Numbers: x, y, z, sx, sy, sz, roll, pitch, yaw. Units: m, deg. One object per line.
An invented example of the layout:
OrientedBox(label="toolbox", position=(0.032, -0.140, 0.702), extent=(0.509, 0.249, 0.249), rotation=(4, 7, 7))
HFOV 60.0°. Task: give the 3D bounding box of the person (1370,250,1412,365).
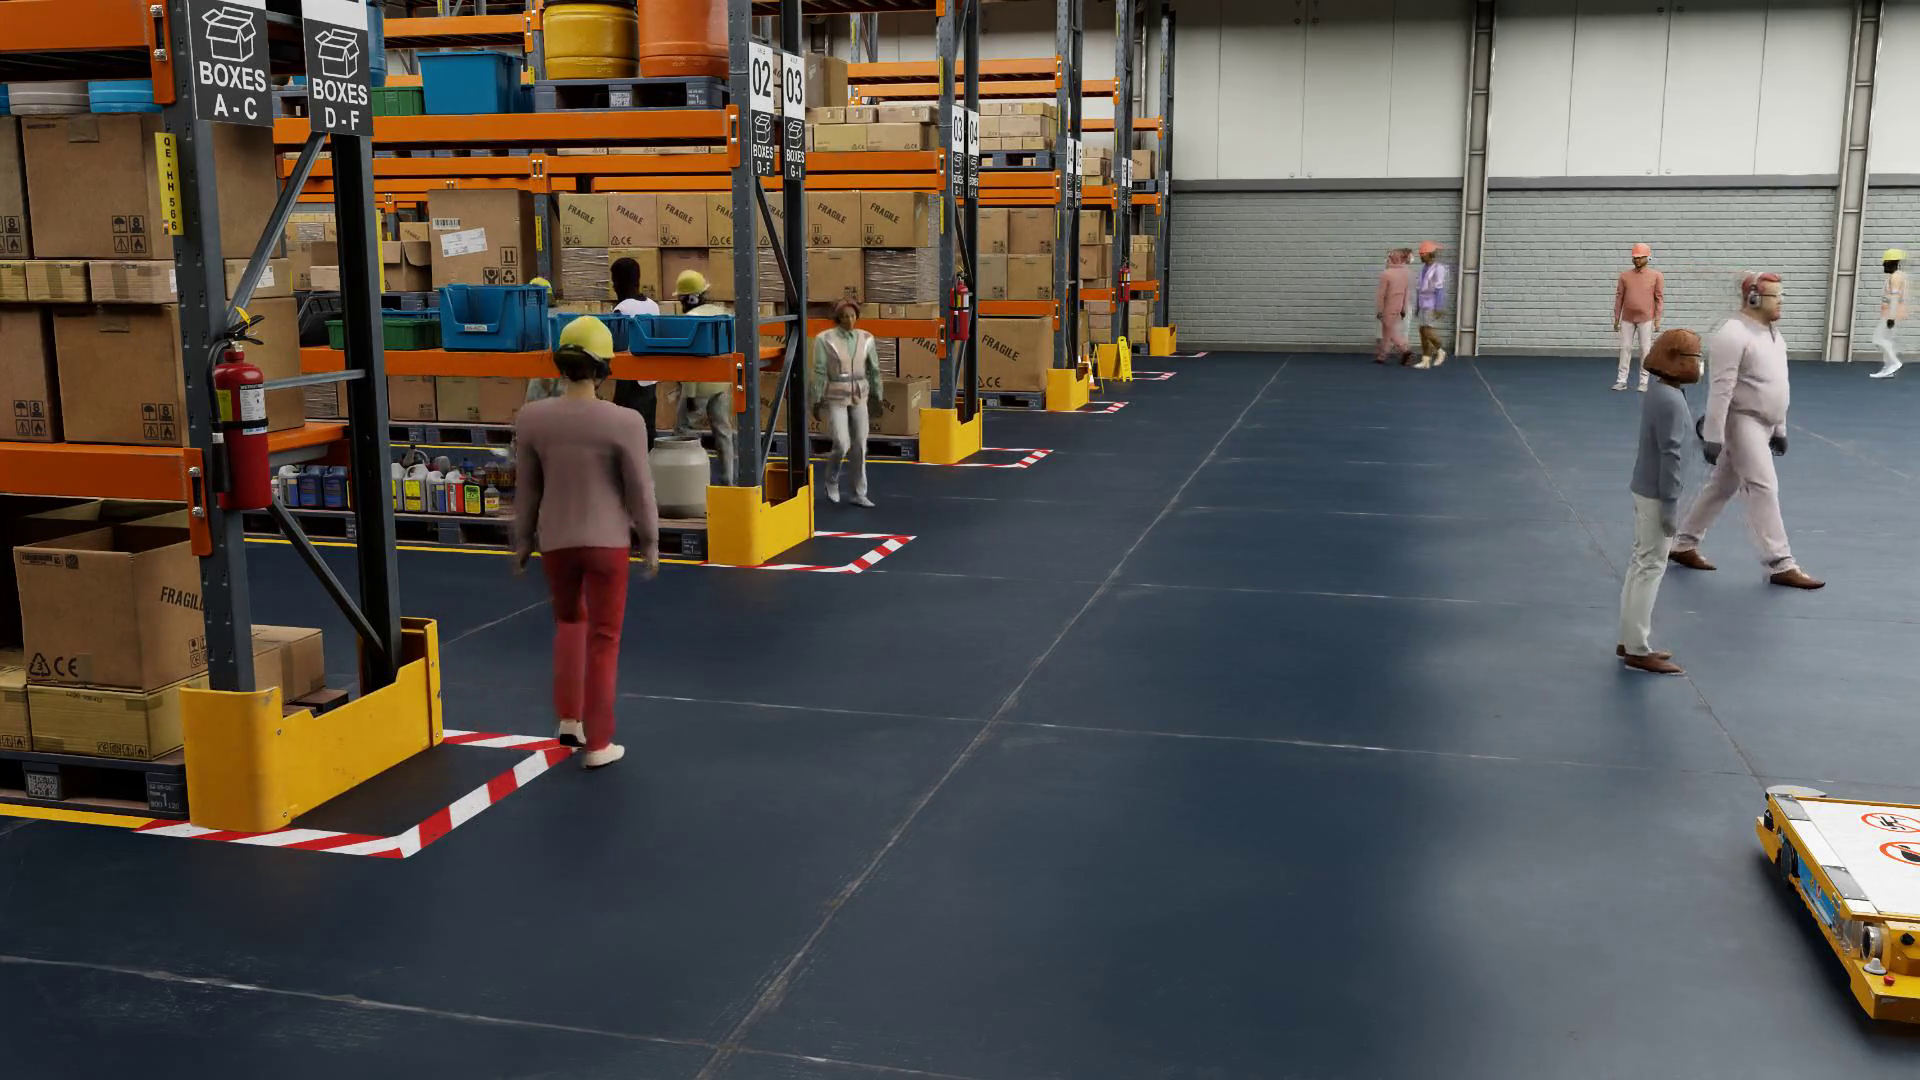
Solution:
OrientedBox(label="person", position=(7.124, -3.815, 27.336), extent=(0.651, 1.881, 0.857), rotation=(-8, 13, -38))

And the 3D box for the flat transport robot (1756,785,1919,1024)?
OrientedBox(label="flat transport robot", position=(2.841, 1.041, 4.873), extent=(0.652, 0.197, 1.431), rotation=(3, 11, 14))

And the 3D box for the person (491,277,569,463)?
OrientedBox(label="person", position=(-3.824, -1.520, 15.095), extent=(0.901, 1.691, 0.502), rotation=(2, 10, 10))

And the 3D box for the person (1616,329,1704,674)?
OrientedBox(label="person", position=(3.340, -0.185, 7.930), extent=(0.298, 1.625, 0.518), rotation=(2, 10, 13))

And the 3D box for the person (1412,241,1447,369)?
OrientedBox(label="person", position=(7.407, -3.701, 26.278), extent=(0.493, 2.026, 0.630), rotation=(-3, 11, -18))

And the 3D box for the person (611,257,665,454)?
OrientedBox(label="person", position=(-2.417, -1.144, 12.426), extent=(0.392, 1.915, 0.590), rotation=(2, 10, 12))

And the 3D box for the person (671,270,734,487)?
OrientedBox(label="person", position=(-2.064, -1.222, 13.169), extent=(0.646, 1.798, 0.620), rotation=(7, 13, 35))

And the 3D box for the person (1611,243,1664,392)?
OrientedBox(label="person", position=(9.168, -3.006, 22.516), extent=(0.625, 1.992, 0.388), rotation=(8, 13, 38))

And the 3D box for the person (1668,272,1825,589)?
OrientedBox(label="person", position=(4.756, -0.678, 10.019), extent=(0.659, 1.860, 0.980), rotation=(-10, 14, -43))

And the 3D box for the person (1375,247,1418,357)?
OrientedBox(label="person", position=(7.663, -4.137, 28.975), extent=(0.645, 1.926, 0.642), rotation=(3, 11, 17))

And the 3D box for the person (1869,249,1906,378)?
OrientedBox(label="person", position=(13.710, -3.334, 24.571), extent=(0.421, 1.908, 0.607), rotation=(5, 12, 28))

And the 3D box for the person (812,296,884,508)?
OrientedBox(label="person", position=(-0.850, -1.038, 12.621), extent=(0.591, 1.621, 0.371), rotation=(-6, 12, -30))

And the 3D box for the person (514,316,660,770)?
OrientedBox(label="person", position=(-1.435, 0.013, 6.458), extent=(0.562, 1.751, 0.428), rotation=(2, 10, 10))
